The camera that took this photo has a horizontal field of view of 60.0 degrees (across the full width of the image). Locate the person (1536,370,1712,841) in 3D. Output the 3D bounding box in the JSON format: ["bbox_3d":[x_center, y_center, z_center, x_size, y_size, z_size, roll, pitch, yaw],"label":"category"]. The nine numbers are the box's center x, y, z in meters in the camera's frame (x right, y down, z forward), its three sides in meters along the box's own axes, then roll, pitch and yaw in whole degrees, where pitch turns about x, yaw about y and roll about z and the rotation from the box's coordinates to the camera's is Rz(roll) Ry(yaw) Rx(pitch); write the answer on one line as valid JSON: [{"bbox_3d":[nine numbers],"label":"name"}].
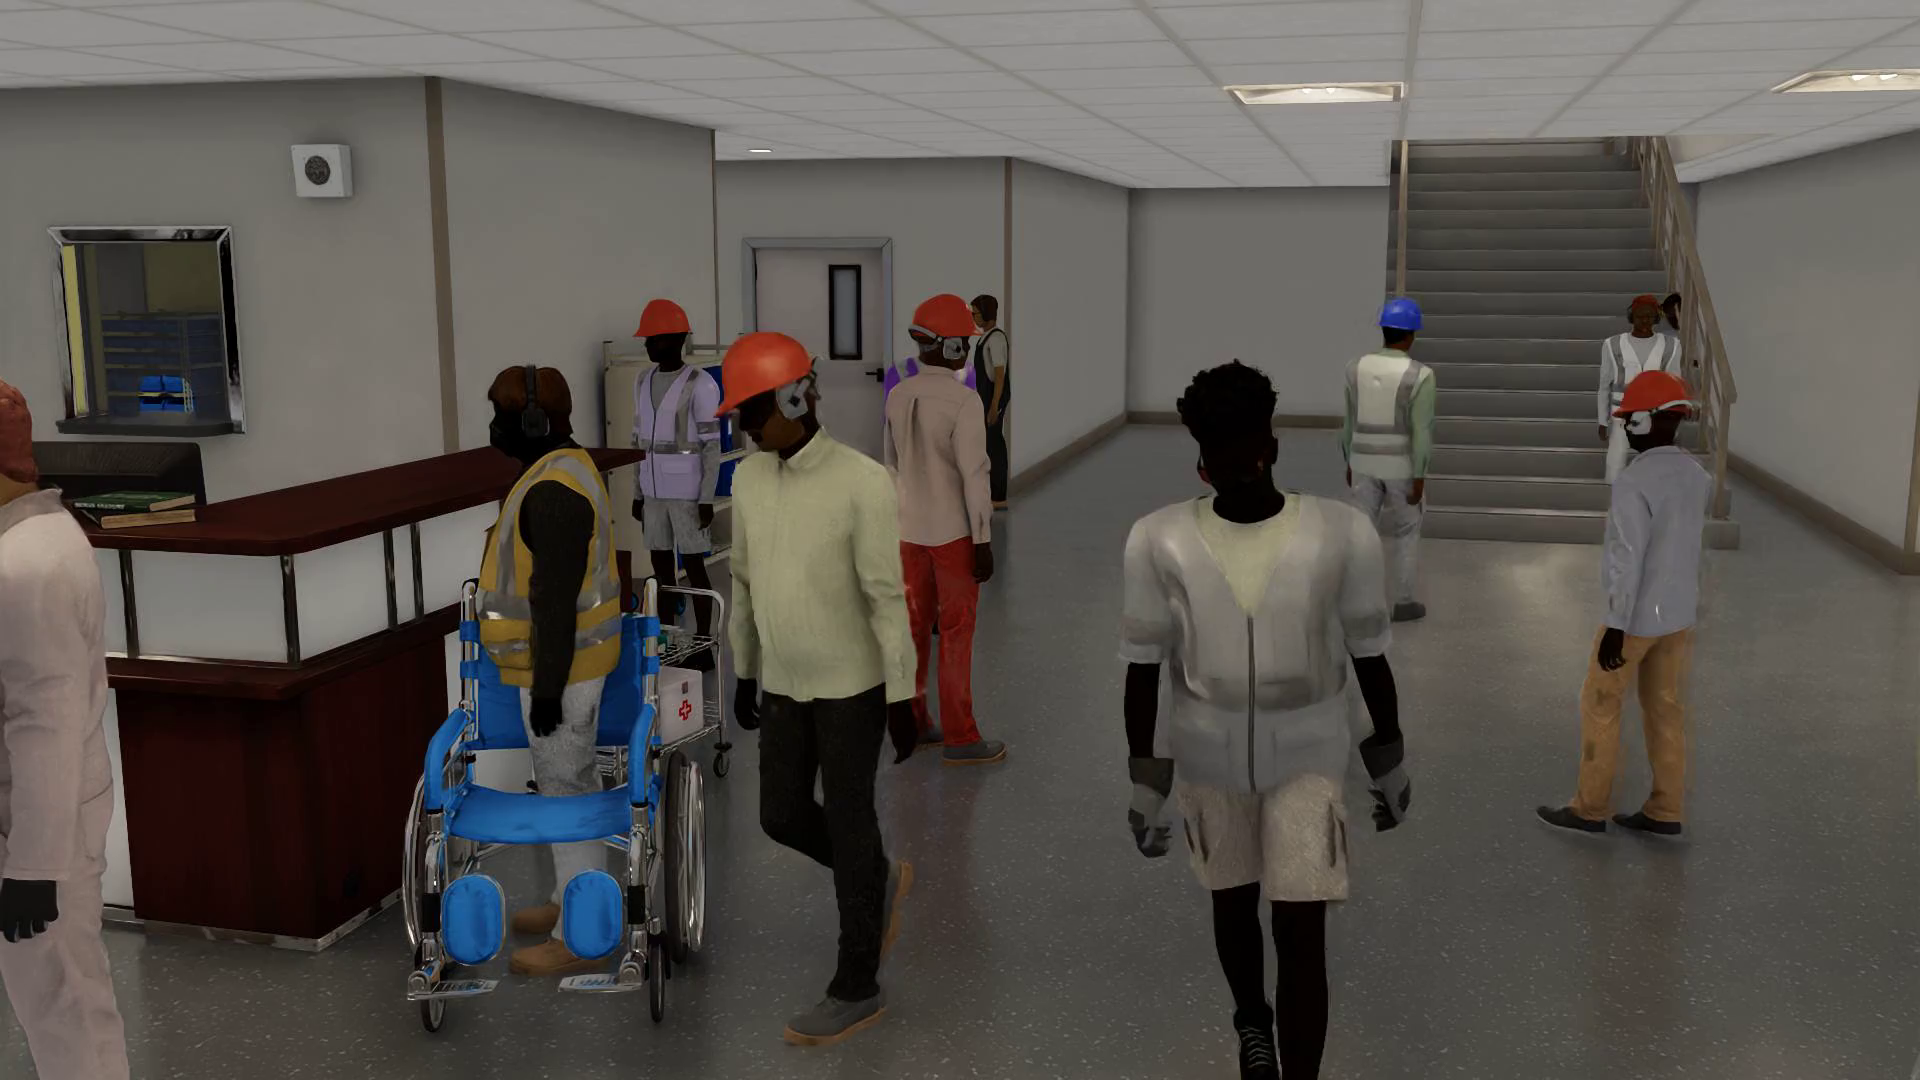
[{"bbox_3d":[2.459,0.247,6.178,0.581,1.731,0.624,-7,12,-37],"label":"person"}]

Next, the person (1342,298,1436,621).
[{"bbox_3d":[2.438,-0.438,9.649,0.607,1.920,0.820,9,13,42],"label":"person"}]

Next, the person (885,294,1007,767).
[{"bbox_3d":[-0.071,-0.038,7.067,0.376,1.995,0.608,-8,13,-40],"label":"person"}]

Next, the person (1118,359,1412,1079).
[{"bbox_3d":[0.701,0.546,3.867,0.685,1.909,0.942,2,10,14],"label":"person"}]

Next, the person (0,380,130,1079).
[{"bbox_3d":[-2.017,0.603,3.560,0.403,1.904,0.651,-5,11,-29],"label":"person"}]

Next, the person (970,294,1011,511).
[{"bbox_3d":[0.252,-1.159,14.130,0.351,1.838,0.507,-1,10,-7],"label":"person"}]

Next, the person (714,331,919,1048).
[{"bbox_3d":[-0.342,0.382,4.730,0.695,1.951,0.653,7,12,36],"label":"person"}]

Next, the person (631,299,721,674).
[{"bbox_3d":[-1.488,-0.261,8.549,0.551,1.936,0.357,6,11,33],"label":"person"}]

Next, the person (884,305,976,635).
[{"bbox_3d":[-0.170,-0.428,9.602,0.577,1.912,0.605,-3,10,-19],"label":"person"}]

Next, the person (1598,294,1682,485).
[{"bbox_3d":[5.154,-0.924,12.654,0.575,1.875,0.355,3,10,16],"label":"person"}]

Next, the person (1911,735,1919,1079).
[{"bbox_3d":[2.052,0.708,3.155,0.404,1.831,0.601,1,10,4],"label":"person"}]

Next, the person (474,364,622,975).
[{"bbox_3d":[-1.247,0.384,5.074,0.430,1.838,0.625,-2,10,-14],"label":"person"}]
